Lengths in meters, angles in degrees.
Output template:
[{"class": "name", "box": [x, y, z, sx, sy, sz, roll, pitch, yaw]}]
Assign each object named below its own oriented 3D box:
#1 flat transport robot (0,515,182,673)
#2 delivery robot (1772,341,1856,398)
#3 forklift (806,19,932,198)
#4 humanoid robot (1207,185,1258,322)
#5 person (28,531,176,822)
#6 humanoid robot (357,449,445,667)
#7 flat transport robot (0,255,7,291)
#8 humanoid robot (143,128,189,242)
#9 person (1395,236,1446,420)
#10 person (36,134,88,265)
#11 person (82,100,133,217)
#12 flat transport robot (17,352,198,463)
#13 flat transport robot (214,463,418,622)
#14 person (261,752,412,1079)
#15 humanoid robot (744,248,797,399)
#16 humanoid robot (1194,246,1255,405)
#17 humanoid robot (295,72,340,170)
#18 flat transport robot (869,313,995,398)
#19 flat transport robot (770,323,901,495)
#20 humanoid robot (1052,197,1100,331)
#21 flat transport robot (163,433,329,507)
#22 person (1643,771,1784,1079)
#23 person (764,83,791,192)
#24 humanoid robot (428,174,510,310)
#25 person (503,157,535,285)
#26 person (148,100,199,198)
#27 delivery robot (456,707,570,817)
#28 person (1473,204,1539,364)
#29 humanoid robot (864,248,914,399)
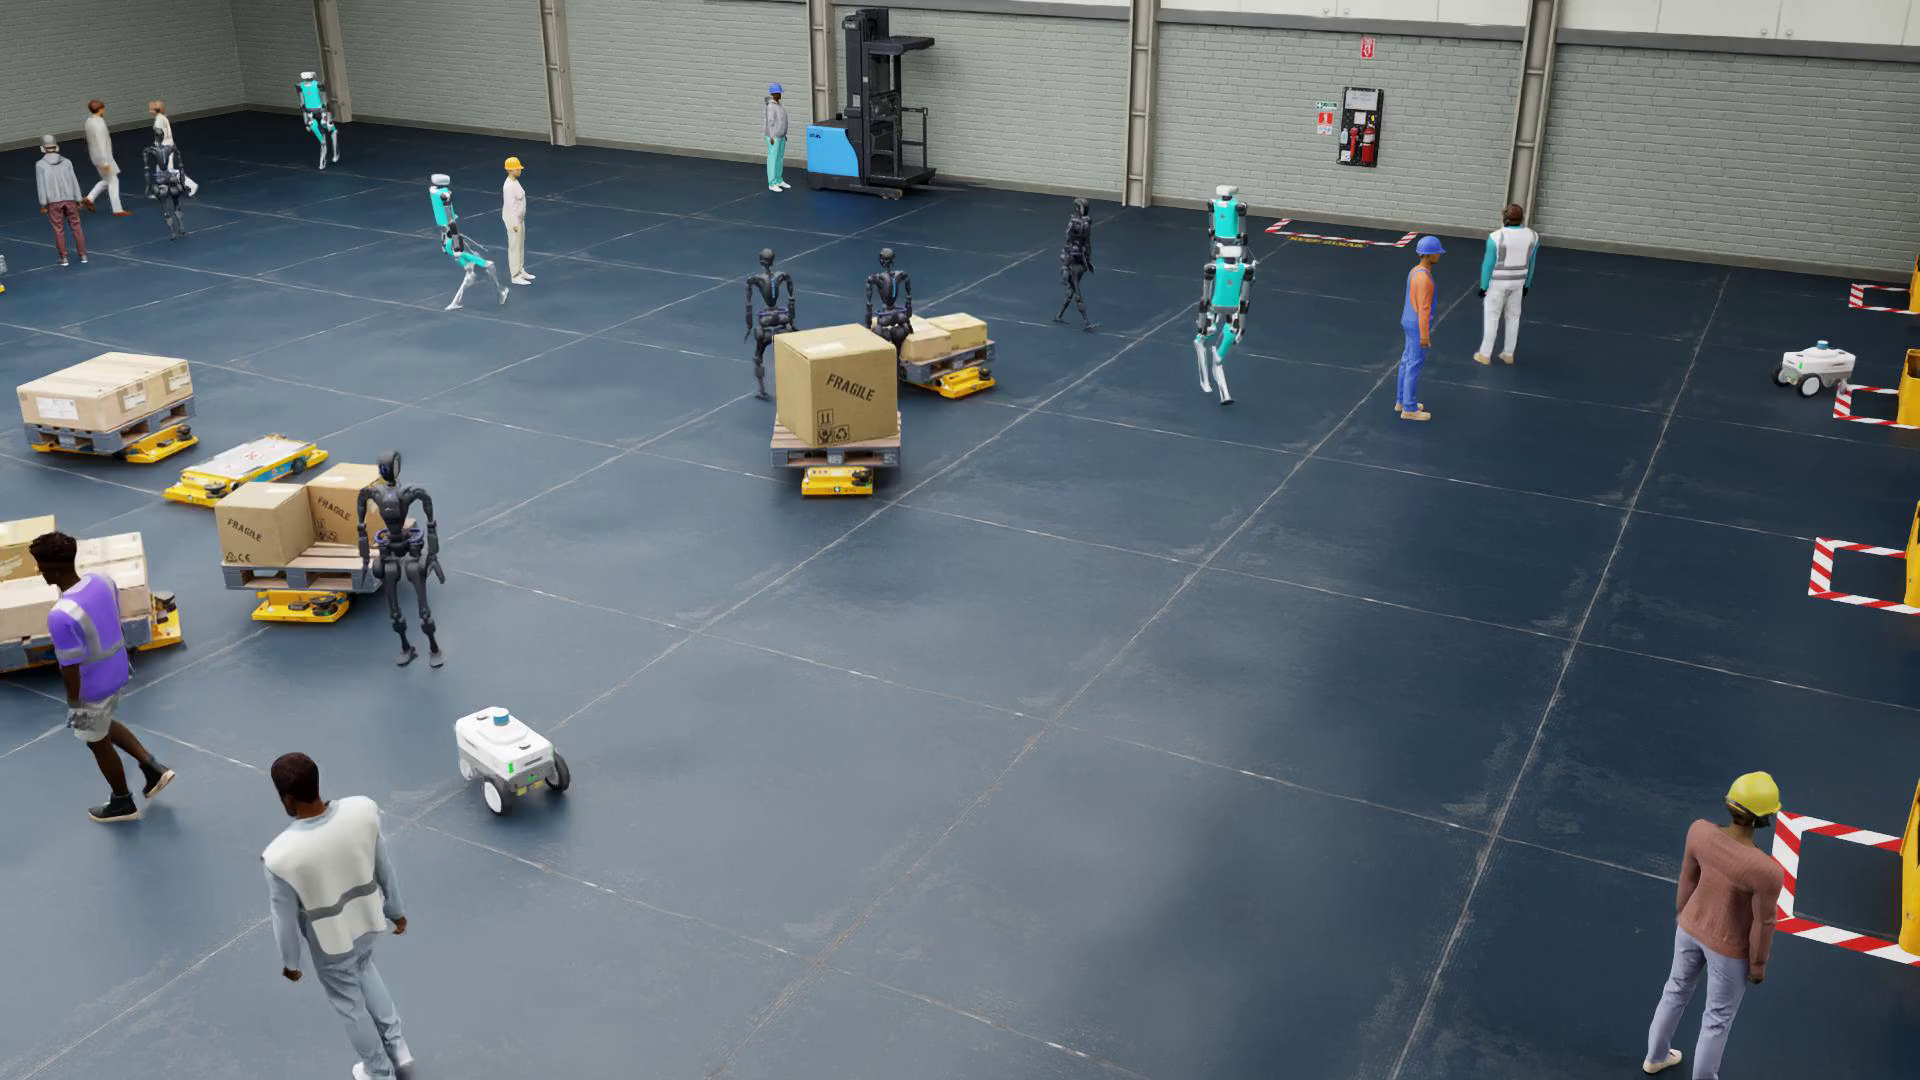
[{"class": "flat transport robot", "box": [-6.637, 0.730, 12.464, 1.431, 0.231, 0.659, -11, 26, -24]}, {"class": "delivery robot", "box": [9.352, -1.876, 18.155, 0.751, 0.584, 0.522, -4, 24, -10]}, {"class": "forklift", "box": [-1.573, -7.292, 27.850, 1.873, 2.768, 1.129, 12, 26, 25]}, {"class": "humanoid robot", "box": [3.401, -3.493, 20.531, 0.541, 1.845, 0.767, 18, 29, 36]}, {"class": "person", "box": [-5.240, 0.845, 10.057, 0.450, 1.951, 0.622, 0, 23, 1]}, {"class": "humanoid robot", "box": [-4.057, 0.133, 12.054, 0.600, 1.646, 0.359, -3, 23, -6]}, {"class": "flat transport robot", "box": [-13.459, -3.384, 22.041, 1.431, 0.231, 0.659, 11, 26, 24]}, {"class": "humanoid robot", "box": [-11.793, -5.275, 24.665, 0.608, 1.650, 0.458, -18, 29, -35]}, {"class": "person", "box": [4.753, -2.198, 17.203, 0.363, 1.910, 0.515, 1, 23, 2]}, {"class": "person", "box": [-12.624, -4.778, 23.342, 0.550, 1.806, 0.381, -20, 30, -39]}, {"class": "person", "box": [-13.559, -5.983, 26.142, 0.558, 1.810, 0.575, 21, 31, 40]}, {"class": "flat transport robot", "box": [-8.391, -1.013, 16.520, 1.431, 0.231, 0.659, 7, 24, 15]}, {"class": "flat transport robot", "box": [-5.127, 0.286, 13.497, 0.659, 0.231, 1.431, 1, 23, 3]}, {"class": "person", "box": [-2.928, 1.836, 7.823, 0.471, 1.894, 0.615, 15, 27, 31]}, {"class": "humanoid robot", "box": [-2.019, -2.297, 17.721, 0.601, 1.646, 0.391, -11, 25, -23]}, {"class": "humanoid robot", "box": [2.754, -2.294, 17.647, 0.564, 1.738, 1.027, -3, 23, -6]}, {"class": "humanoid robot", "box": [-11.514, -7.592, 30.047, 0.542, 1.775, 1.036, 1, 23, 2]}, {"class": "flat transport robot", "box": [-0.358, -1.882, 18.545, 1.431, 0.231, 0.659, 21, 31, 40]}, {"class": "flat transport robot", "box": [-1.171, -0.771, 15.957, 0.659, 0.231, 1.431, -1, 23, -2]}, {"class": "humanoid robot", "box": [1.452, -3.385, 20.322, 0.778, 1.620, 0.613, 15, 28, 32]}, {"class": "flat transport robot", "box": [-6.728, -0.666, 15.714, 0.659, 0.231, 1.431, 9, 25, 20]}, {"class": "person", "box": [3.614, 1.881, 7.900, 0.338, 1.759, 0.521, -11, 26, -24]}, {"class": "person", "box": [-3.103, -6.815, 28.120, 0.358, 1.778, 0.529, 8, 24, 18]}, {"class": "humanoid robot", "box": [-6.203, -3.819, 21.204, 0.971, 1.758, 0.545, -16, 28, -32]}, {"class": "person", "box": [-5.956, -4.287, 22.342, 0.337, 1.693, 0.478, -2, 23, -4]}, {"class": "person", "box": [-13.109, -6.446, 27.463, 0.732, 1.607, 0.514, -9, 25, -19]}, {"class": "delivery robot", "box": [-2.902, 1.358, 10.622, 0.499, 0.581, 0.774, -21, 31, -40]}, {"class": "person", "box": [6.203, -2.906, 18.937, 0.638, 1.841, 0.429, -5, 24, -11]}, {"class": "humanoid robot", "box": [-0.767, -2.308, 17.738, 0.612, 1.649, 0.357, -14, 27, -29]}]
